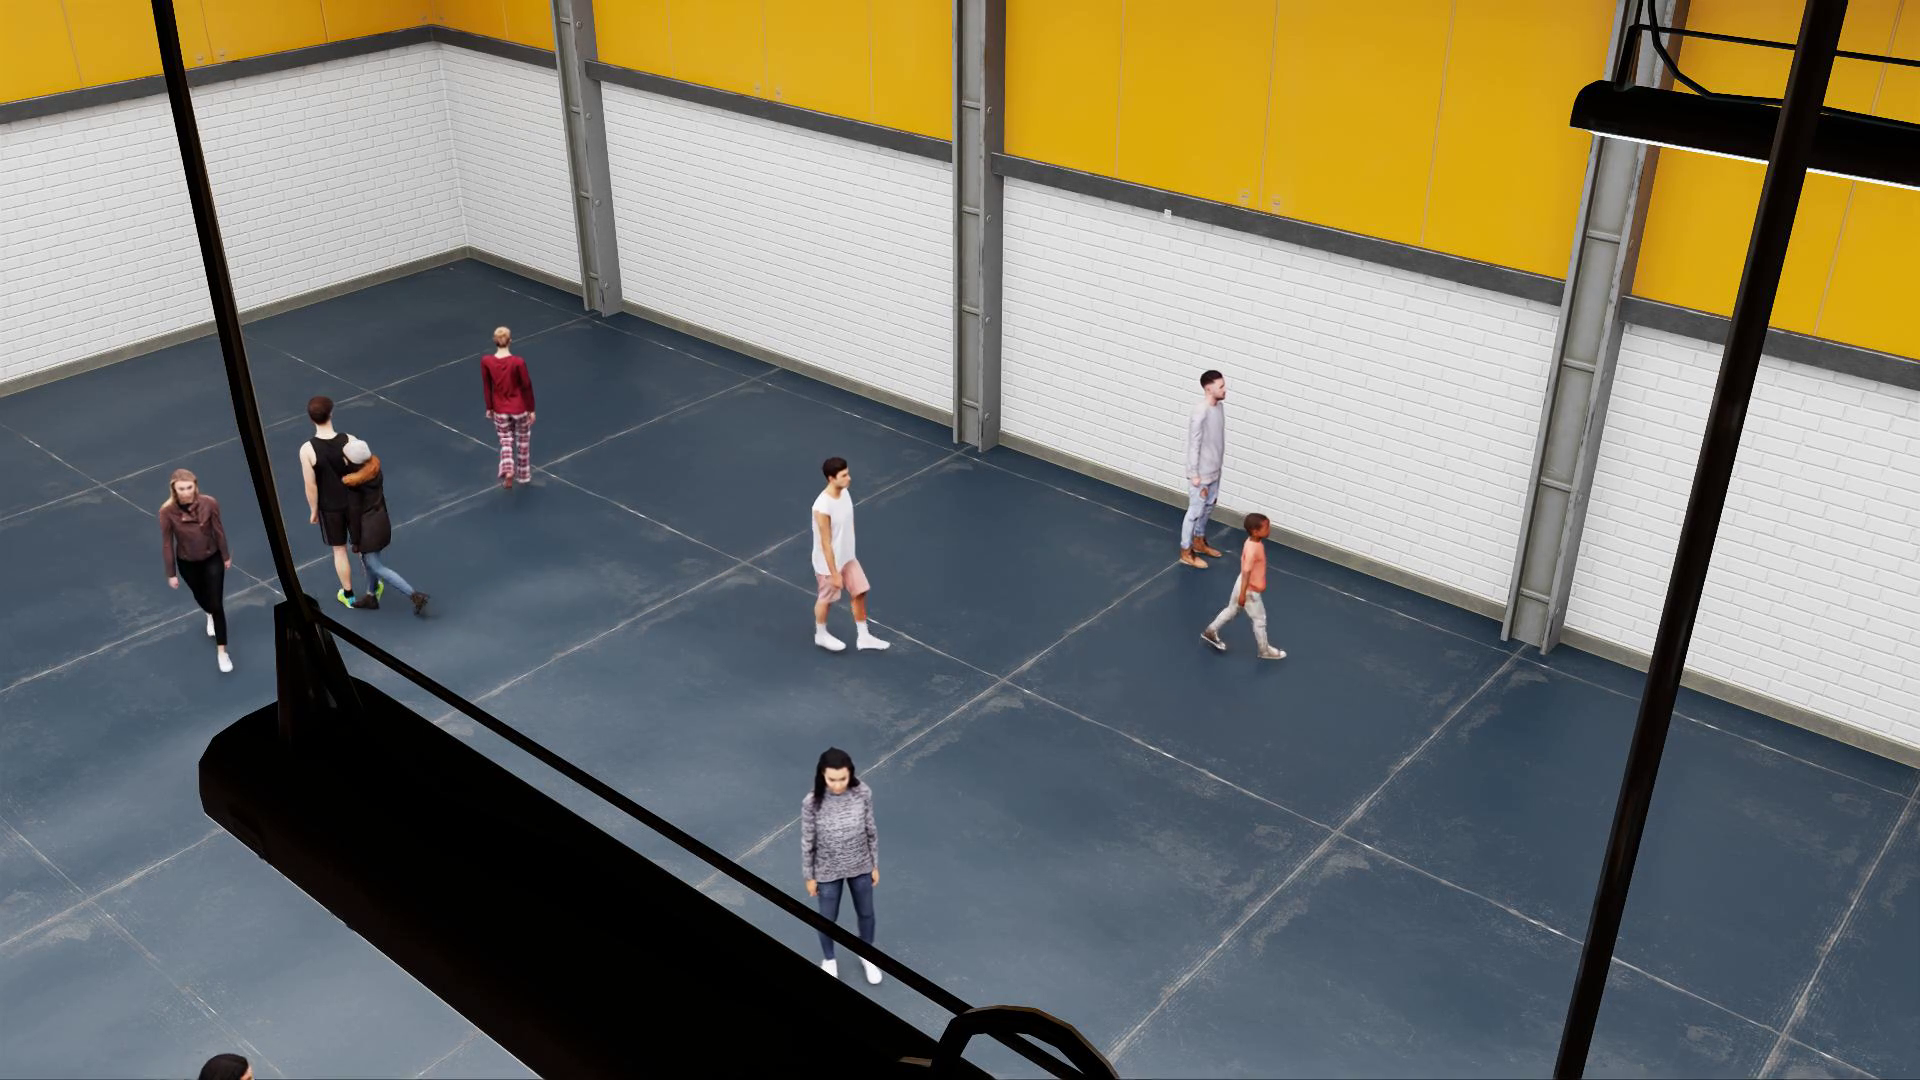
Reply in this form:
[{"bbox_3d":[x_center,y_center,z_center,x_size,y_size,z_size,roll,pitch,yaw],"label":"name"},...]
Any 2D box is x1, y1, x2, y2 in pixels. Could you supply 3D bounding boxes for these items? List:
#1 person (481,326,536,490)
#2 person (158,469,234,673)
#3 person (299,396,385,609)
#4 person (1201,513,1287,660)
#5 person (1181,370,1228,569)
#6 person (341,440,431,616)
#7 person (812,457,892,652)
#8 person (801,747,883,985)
[{"bbox_3d":[-4.324,-1.229,15.921,0.894,1.681,0.942,0,29,0],"label":"person"},{"bbox_3d":[-6.127,0.163,13.398,0.975,1.652,1.245,-12,31,-21],"label":"person"},{"bbox_3d":[-5.222,-0.315,14.025,0.755,1.891,0.692,-16,32,-26],"label":"person"},{"bbox_3d":[2.263,0.363,13.405,0.985,1.294,0.738,8,30,14],"label":"person"},{"bbox_3d":[2.157,-0.654,14.702,0.571,1.837,0.688,19,34,31],"label":"person"},{"bbox_3d":[-4.853,-0.074,13.869,1.098,1.616,0.948,3,29,5],"label":"person"},{"bbox_3d":[-1.083,0.125,13.354,0.968,1.760,0.804,12,31,21],"label":"person"},{"bbox_3d":[-0.710,1.952,10.036,0.702,1.730,0.719,-8,30,-15],"label":"person"}]
